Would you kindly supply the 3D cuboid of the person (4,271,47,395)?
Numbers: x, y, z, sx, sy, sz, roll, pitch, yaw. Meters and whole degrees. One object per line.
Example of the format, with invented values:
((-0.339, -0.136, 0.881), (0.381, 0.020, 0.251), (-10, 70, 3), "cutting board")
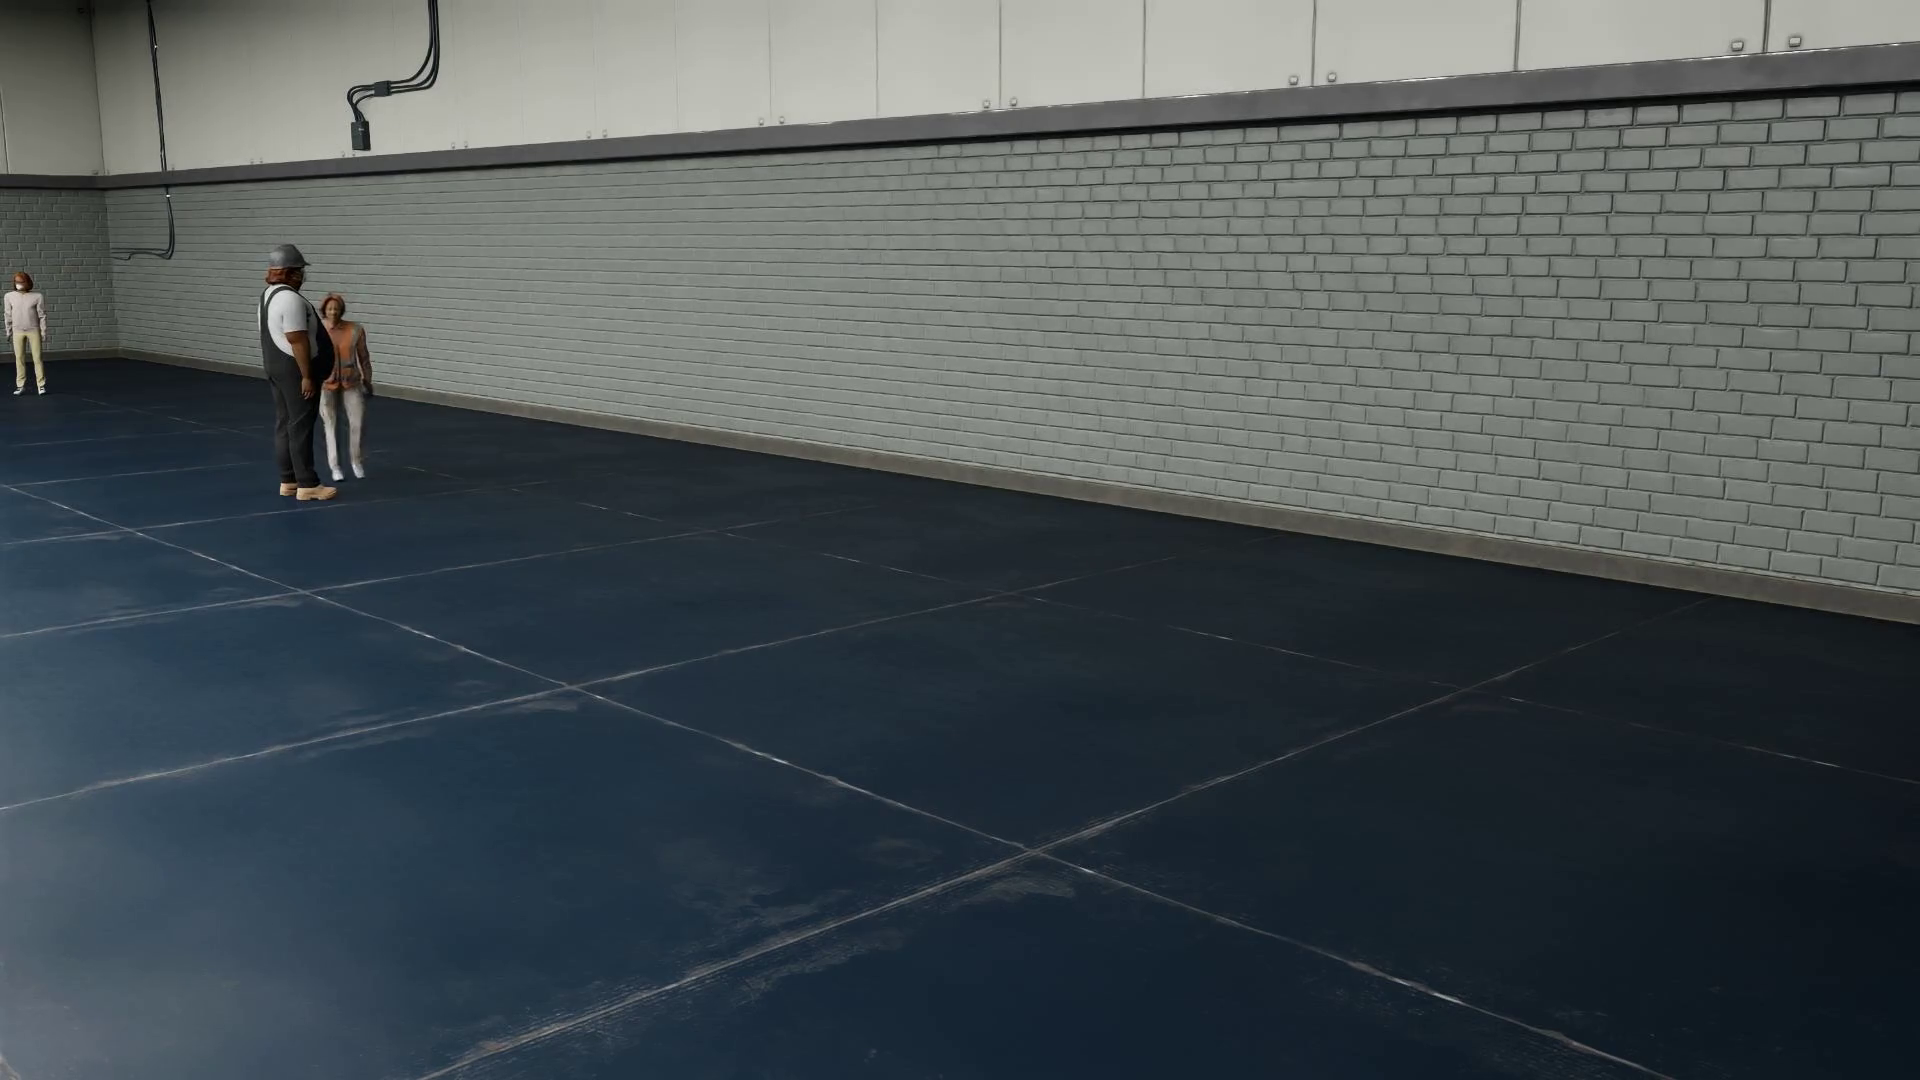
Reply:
((-12.444, -2.757, 22.173), (0.498, 1.633, 0.278), (-3, 11, -17), "person")

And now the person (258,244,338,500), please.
((-5.342, -1.343, 13.469), (0.537, 2.000, 0.682), (-9, 14, -41), "person")

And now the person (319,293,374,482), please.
((-5.326, -1.305, 14.294), (0.552, 1.618, 0.469), (-5, 12, -27), "person")
